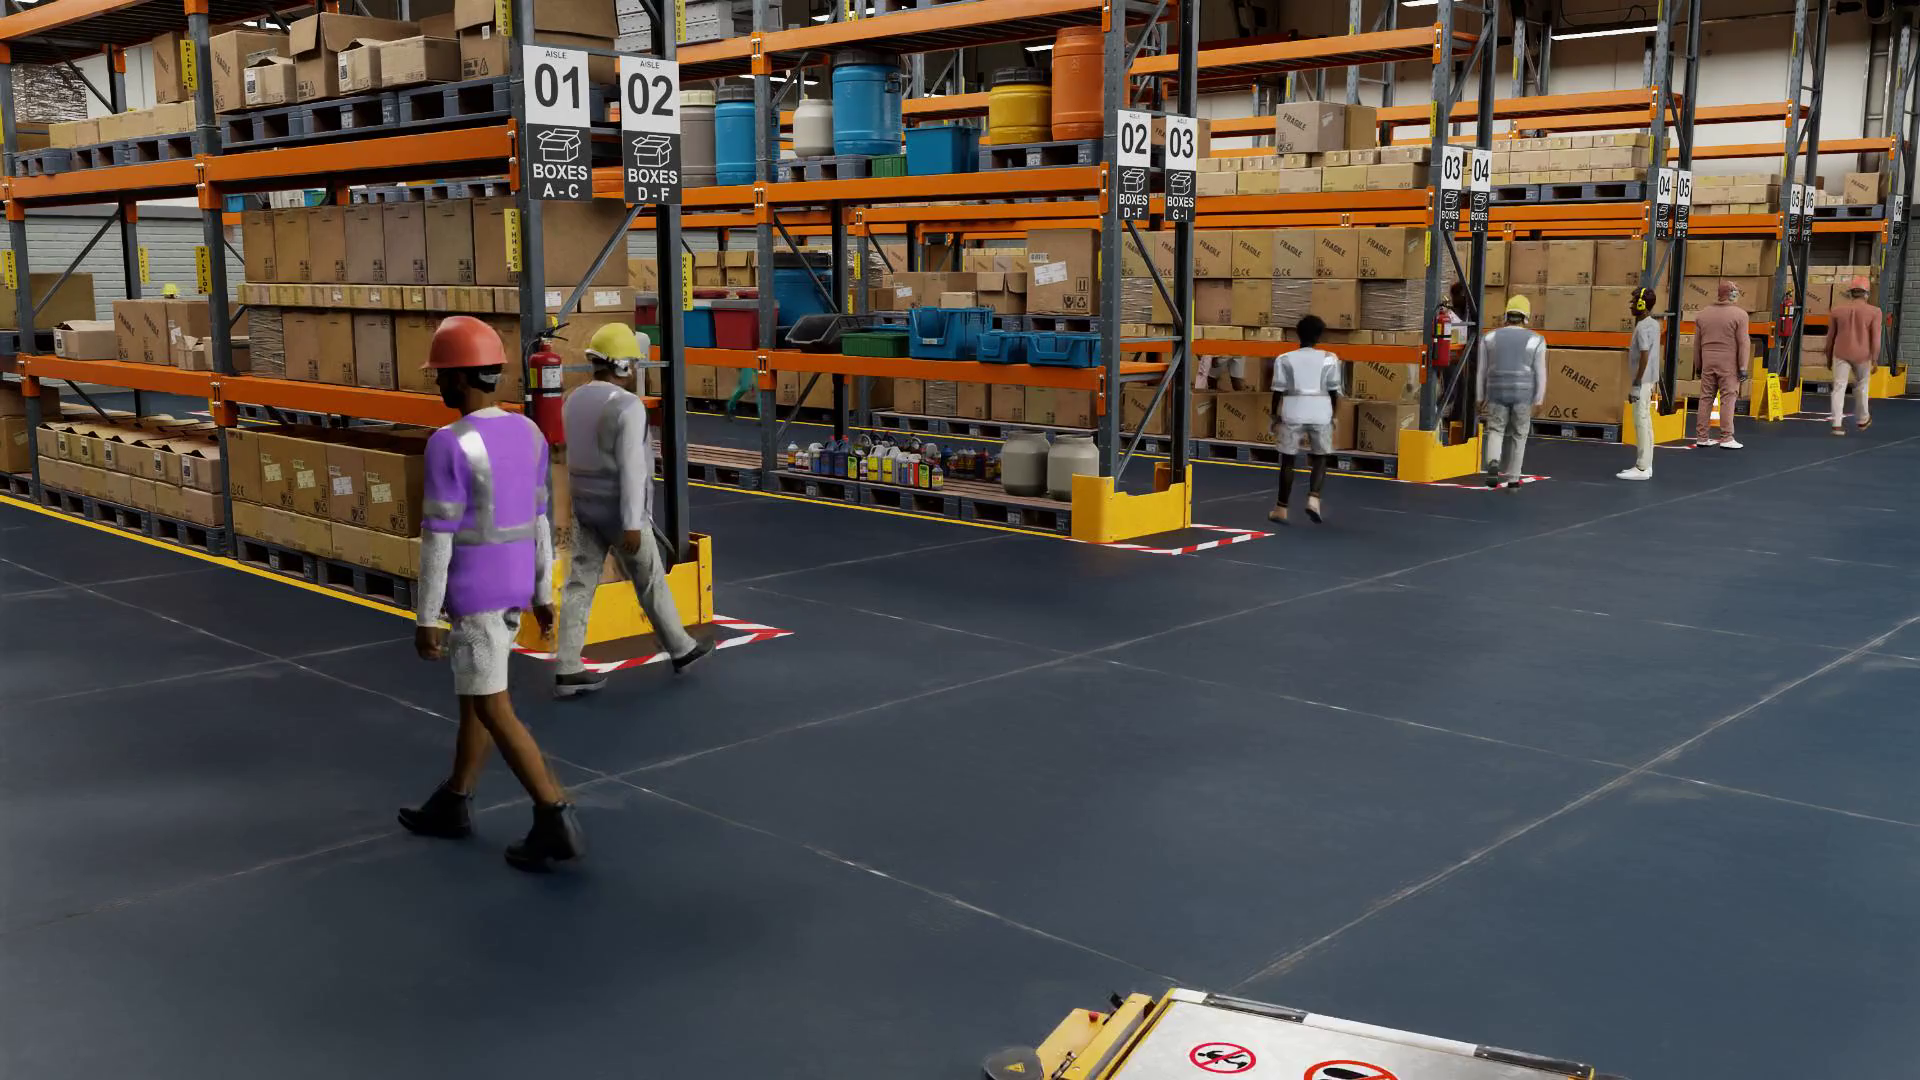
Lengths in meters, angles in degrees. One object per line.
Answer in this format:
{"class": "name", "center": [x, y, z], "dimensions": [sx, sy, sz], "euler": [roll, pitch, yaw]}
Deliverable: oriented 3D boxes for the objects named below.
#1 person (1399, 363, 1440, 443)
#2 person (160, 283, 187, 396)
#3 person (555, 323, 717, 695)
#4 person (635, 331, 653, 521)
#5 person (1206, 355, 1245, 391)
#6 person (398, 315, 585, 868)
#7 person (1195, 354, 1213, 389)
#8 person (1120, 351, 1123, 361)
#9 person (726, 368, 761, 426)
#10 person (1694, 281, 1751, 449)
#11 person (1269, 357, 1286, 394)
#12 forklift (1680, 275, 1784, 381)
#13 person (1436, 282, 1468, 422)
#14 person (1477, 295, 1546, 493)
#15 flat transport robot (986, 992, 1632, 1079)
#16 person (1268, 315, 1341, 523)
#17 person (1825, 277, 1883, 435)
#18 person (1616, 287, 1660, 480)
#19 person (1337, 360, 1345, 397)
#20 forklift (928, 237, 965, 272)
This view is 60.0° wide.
{"class": "person", "center": [5.176, -1.828, 18.968], "dimensions": [0.515, 1.586, 0.861], "euler": [-6, 11, -35]}
{"class": "person", "center": [-12.718, -3.228, 26.887], "dimensions": [0.600, 1.814, 0.477], "euler": [5, 11, 29]}
{"class": "person", "center": [-1.651, -0.165, 8.168], "dimensions": [0.621, 1.780, 0.915], "euler": [8, 12, 41]}
{"class": "person", "center": [-2.623, -0.993, 12.989], "dimensions": [0.330, 1.874, 0.518], "euler": [7, 12, 37]}
{"class": "person", "center": [3.342, -2.412, 21.235], "dimensions": [0.646, 2.013, 0.854], "euler": [-6, 11, -32]}
{"class": "person", "center": [-1.665, 0.170, 5.799], "dimensions": [0.900, 1.899, 0.560], "euler": [4, 10, 21]}
{"class": "person", "center": [3.471, -2.678, 22.937], "dimensions": [0.388, 1.992, 0.625], "euler": [9, 13, 44]}
{"class": "person", "center": [1.863, -2.502, 22.187], "dimensions": [0.636, 1.911, 0.689], "euler": [1, 9, 7]}
{"class": "person", "center": [-2.762, -2.371, 21.819], "dimensions": [0.727, 1.747, 0.535], "euler": [9, 13, 43]}
{"class": "person", "center": [8.757, -2.005, 19.089], "dimensions": [0.403, 1.904, 0.651], "euler": [-6, 11, -34]}
{"class": "person", "center": [3.910, -2.049, 19.085], "dimensions": [1.028, 1.987, 0.637], "euler": [9, 13, 42]}
{"class": "forklift", "center": [12.480, -3.427, 27.053], "dimensions": [1.214, 2.155, 2.313], "euler": [9, 13, 43]}
{"class": "person", "center": [5.883, -2.129, 19.859], "dimensions": [0.601, 1.901, 0.585], "euler": [-6, 11, -34]}
{"class": "person", "center": [5.037, -1.327, 15.202], "dimensions": [0.609, 1.812, 0.522], "euler": [5, 10, 27]}
{"class": "flat transport robot", "center": [0.813, 1.322, 3.821], "dimensions": [1.431, 0.197, 0.652], "euler": [4, 10, 25]}
{"class": "person", "center": [2.776, -0.964, 13.387], "dimensions": [0.588, 1.682, 0.390], "euler": [2, 9, 10]}
{"class": "person", "center": [11.148, -2.294, 20.755], "dimensions": [0.641, 1.931, 1.054], "euler": [7, 12, 38]}
{"class": "person", "center": [6.663, -1.531, 16.291], "dimensions": [0.325, 1.871, 0.516], "euler": [6, 11, 34]}
{"class": "person", "center": [4.299, -2.105, 19.798], "dimensions": [0.607, 1.868, 1.004], "euler": [-9, 13, -42]}
{"class": "forklift", "center": [-0.326, -5.817, 39.609], "dimensions": [1.129, 2.768, 1.873], "euler": [9, 13, 43]}
